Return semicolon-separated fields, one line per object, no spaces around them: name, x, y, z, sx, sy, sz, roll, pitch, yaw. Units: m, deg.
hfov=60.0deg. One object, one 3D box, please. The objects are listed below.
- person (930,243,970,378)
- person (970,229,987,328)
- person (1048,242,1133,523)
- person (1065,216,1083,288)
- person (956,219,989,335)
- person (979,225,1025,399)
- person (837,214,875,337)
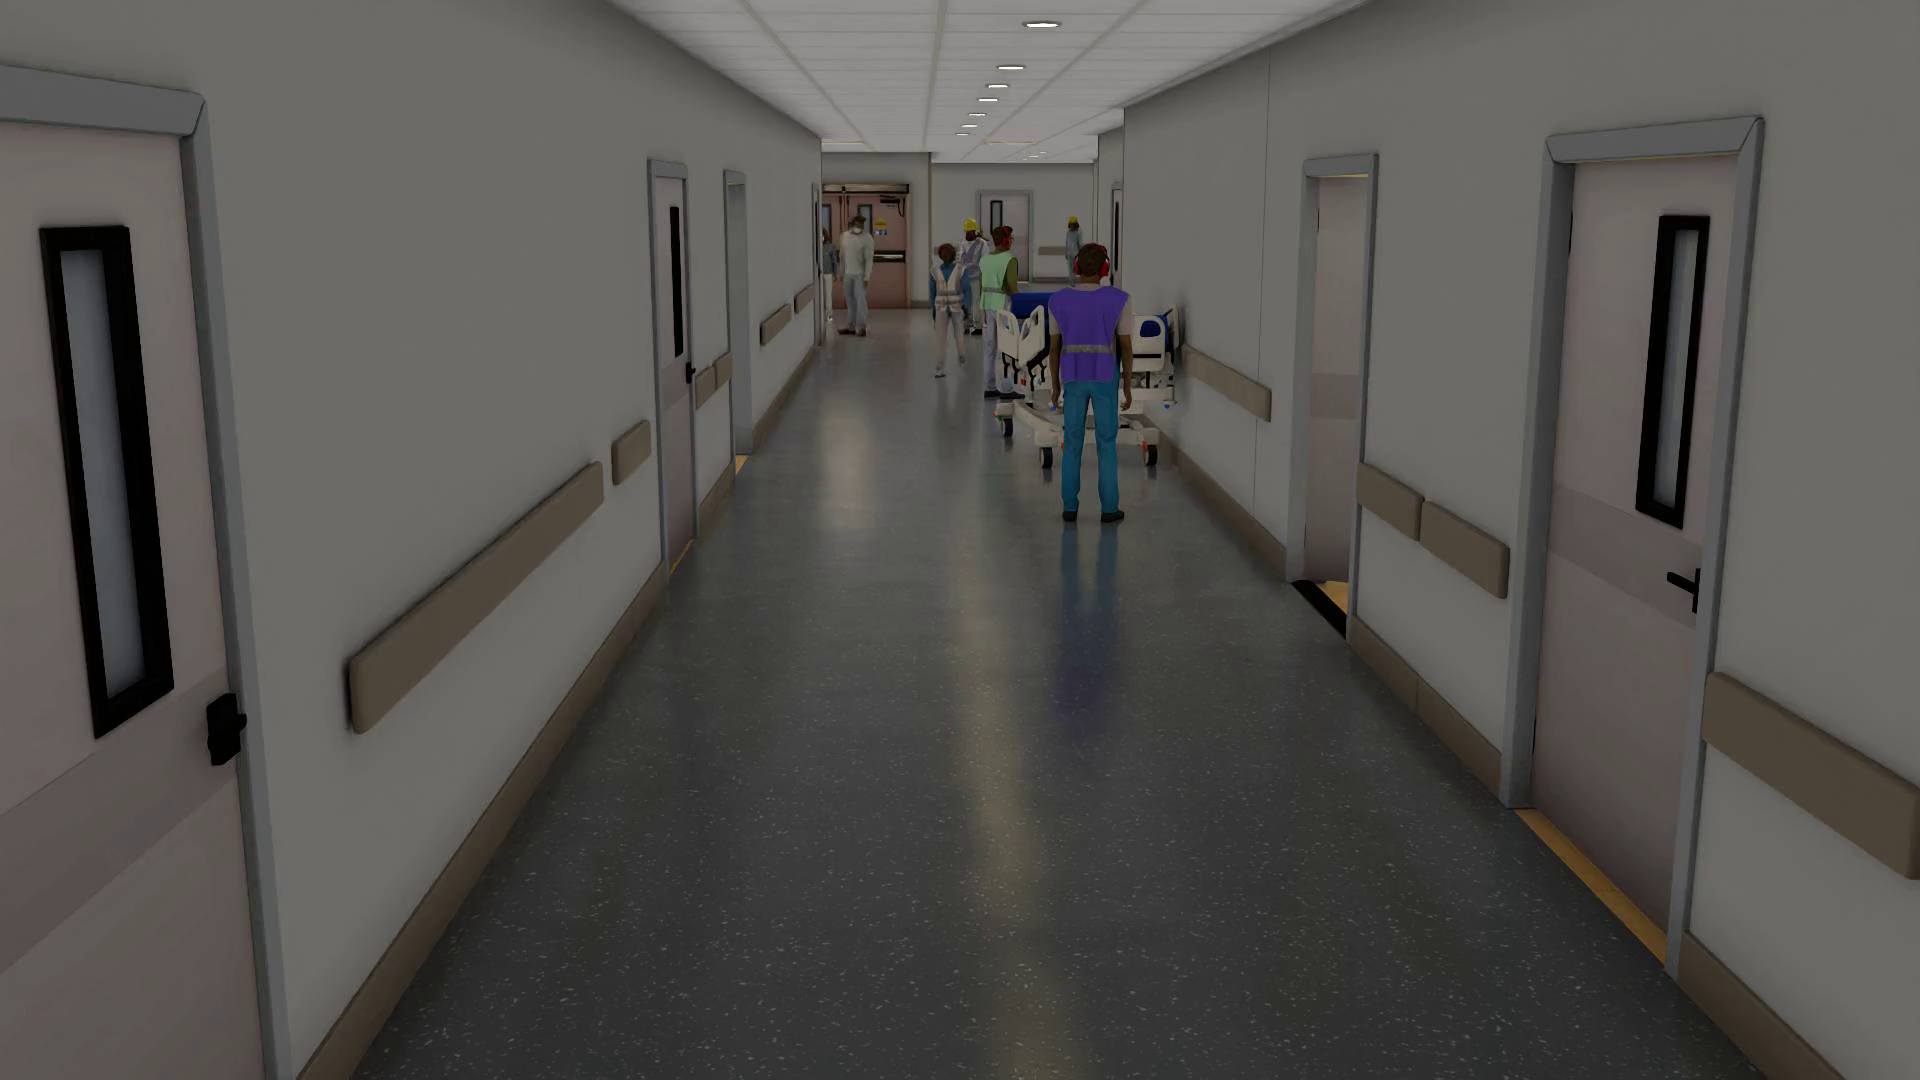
person;-0.111;-2.803;20.228;0.519;1.605;0.825;3;12;13
person;0.263;-4.344;27.640;0.311;1.642;0.513;-6;13;-28
person;0.856;-1.026;10.973;0.566;1.847;0.390;3;12;13
person;2.721;-6.775;39.263;0.491;1.731;0.492;-10;16;-41
person;0.178;-4.132;26.169;0.591;1.824;0.403;8;14;36
person;0.424;-2.434;17.829;0.388;1.848;0.564;-10;15;-39
person;-1.662;-4.118;25.941;0.801;1.896;0.421;9;14;36
